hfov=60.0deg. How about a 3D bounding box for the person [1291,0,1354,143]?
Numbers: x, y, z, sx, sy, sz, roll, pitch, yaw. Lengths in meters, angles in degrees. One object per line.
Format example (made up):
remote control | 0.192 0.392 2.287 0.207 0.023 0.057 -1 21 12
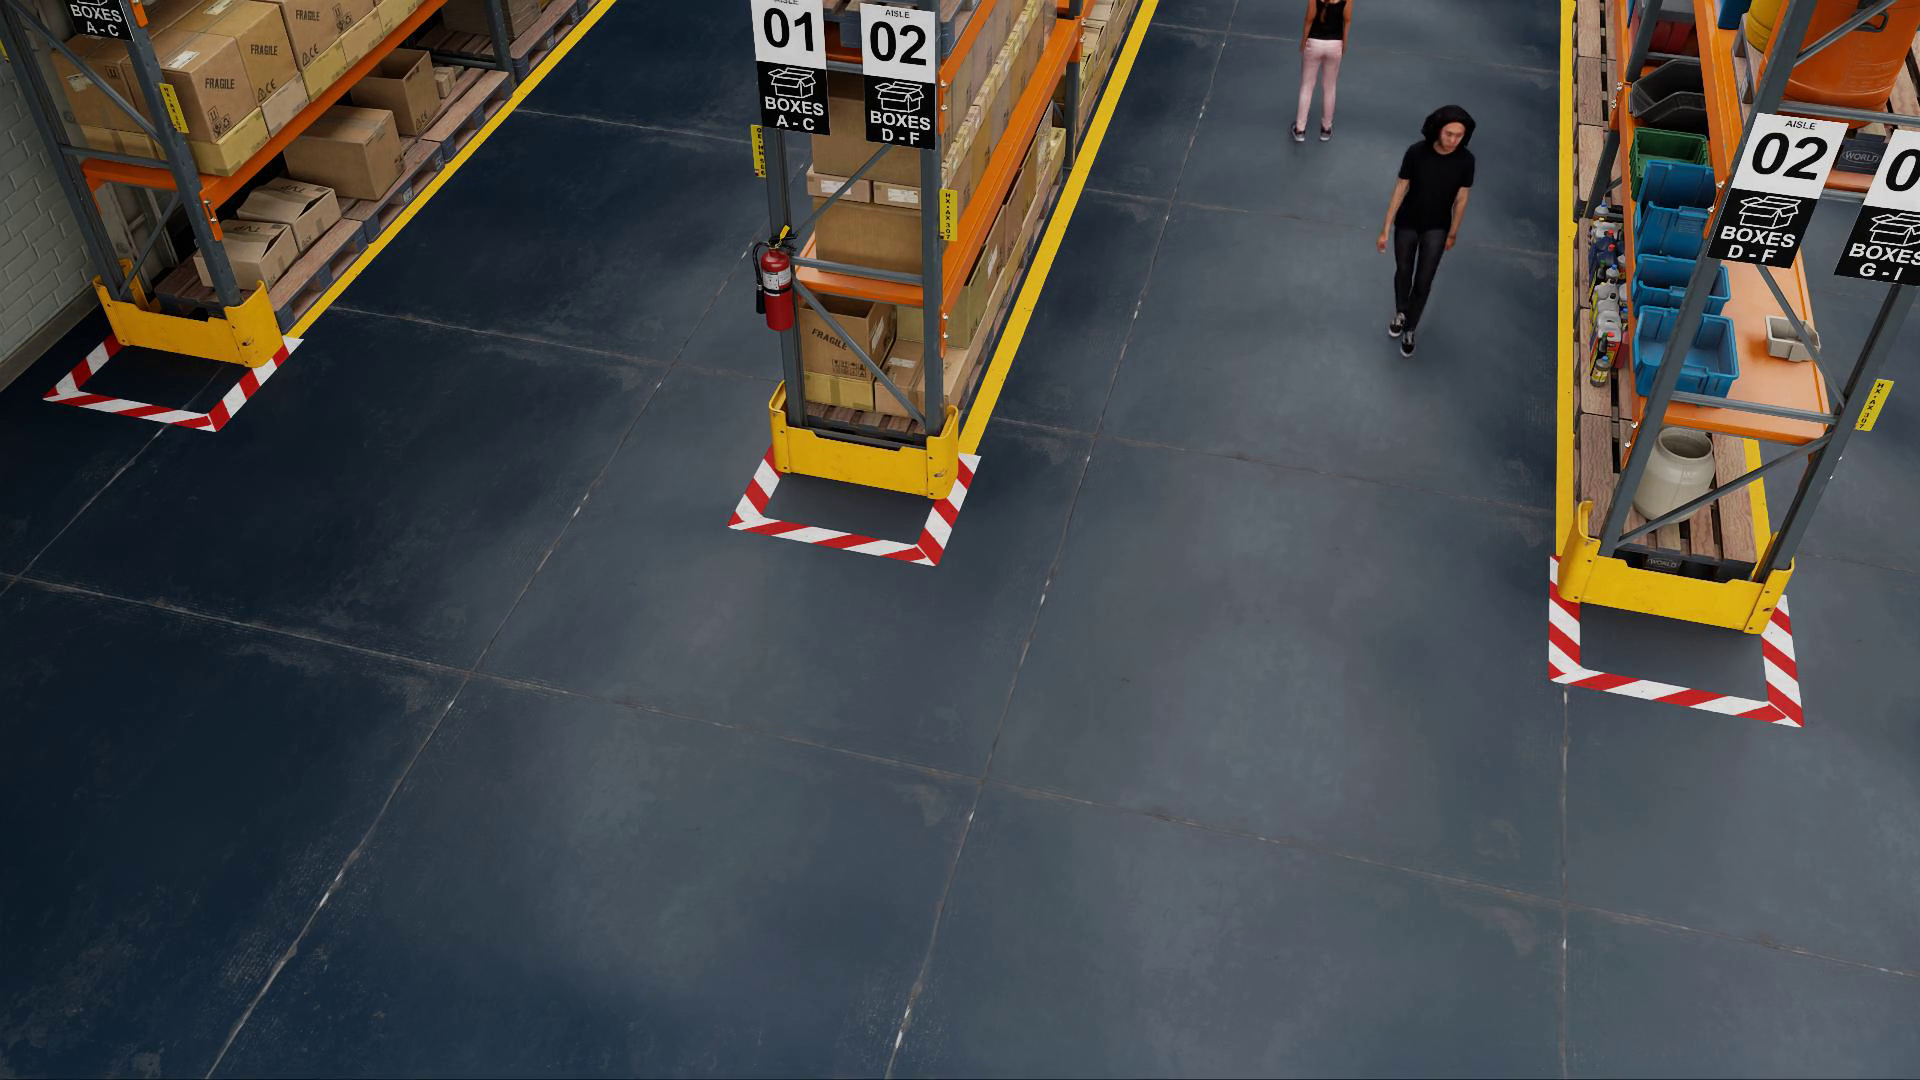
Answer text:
person | 2.913 -3.949 13.325 0.566 1.564 0.543 4 43 4

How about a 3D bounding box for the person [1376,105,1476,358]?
person | 3.149 -2.180 11.248 0.718 1.815 0.771 17 46 18
